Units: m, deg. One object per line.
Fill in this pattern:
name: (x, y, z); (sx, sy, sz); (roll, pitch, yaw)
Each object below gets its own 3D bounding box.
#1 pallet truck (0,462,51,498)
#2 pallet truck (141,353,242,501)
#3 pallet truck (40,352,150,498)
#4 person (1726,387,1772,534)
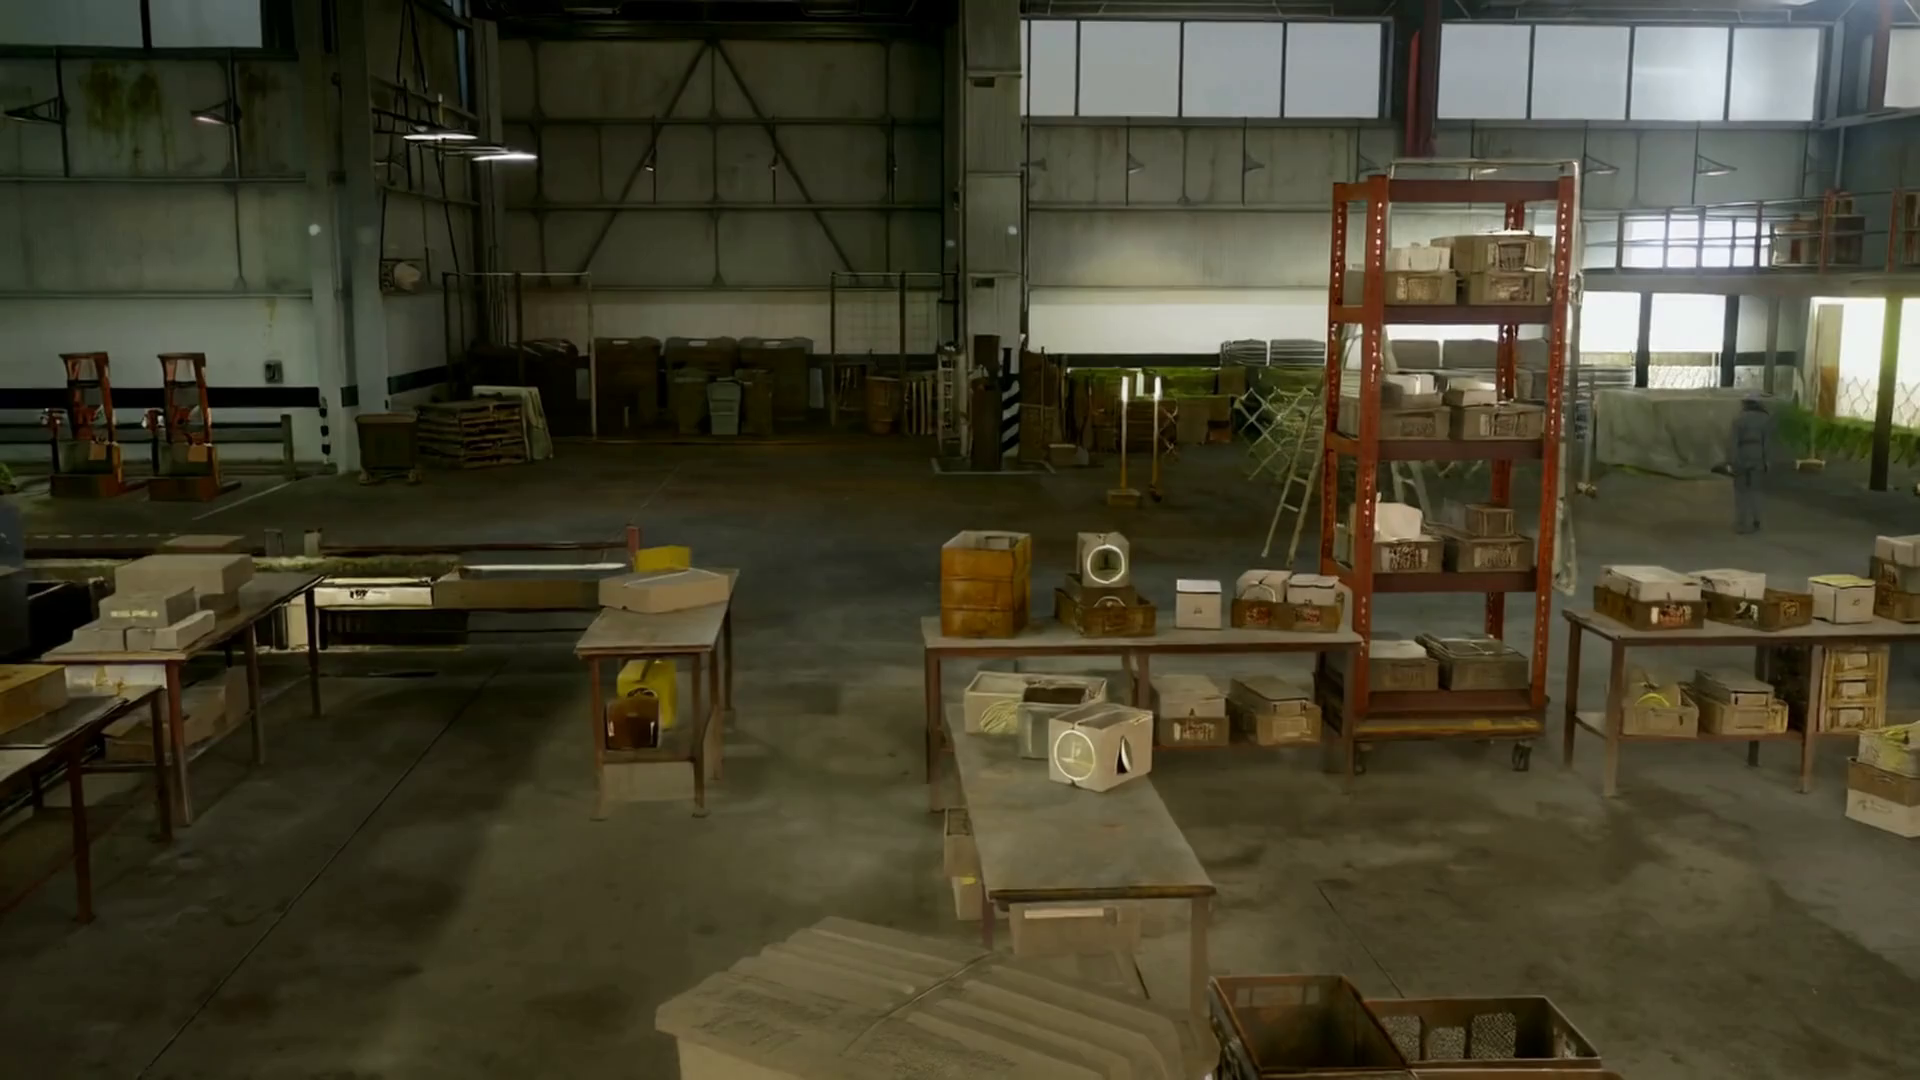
pallet truck: (-13.193, -1.293, 23.148); (0.653, 1.274, 1.630); (-1, 9, -4)
pallet truck: (-10.520, -1.604, 22.925); (0.823, 1.965, 1.885); (-1, 9, -6)
pallet truck: (-11.907, -1.642, 23.165); (0.823, 1.965, 1.885); (0, 9, 0)
person: (9.228, -0.927, 19.500); (0.513, 1.729, 0.372); (0, 9, 0)
